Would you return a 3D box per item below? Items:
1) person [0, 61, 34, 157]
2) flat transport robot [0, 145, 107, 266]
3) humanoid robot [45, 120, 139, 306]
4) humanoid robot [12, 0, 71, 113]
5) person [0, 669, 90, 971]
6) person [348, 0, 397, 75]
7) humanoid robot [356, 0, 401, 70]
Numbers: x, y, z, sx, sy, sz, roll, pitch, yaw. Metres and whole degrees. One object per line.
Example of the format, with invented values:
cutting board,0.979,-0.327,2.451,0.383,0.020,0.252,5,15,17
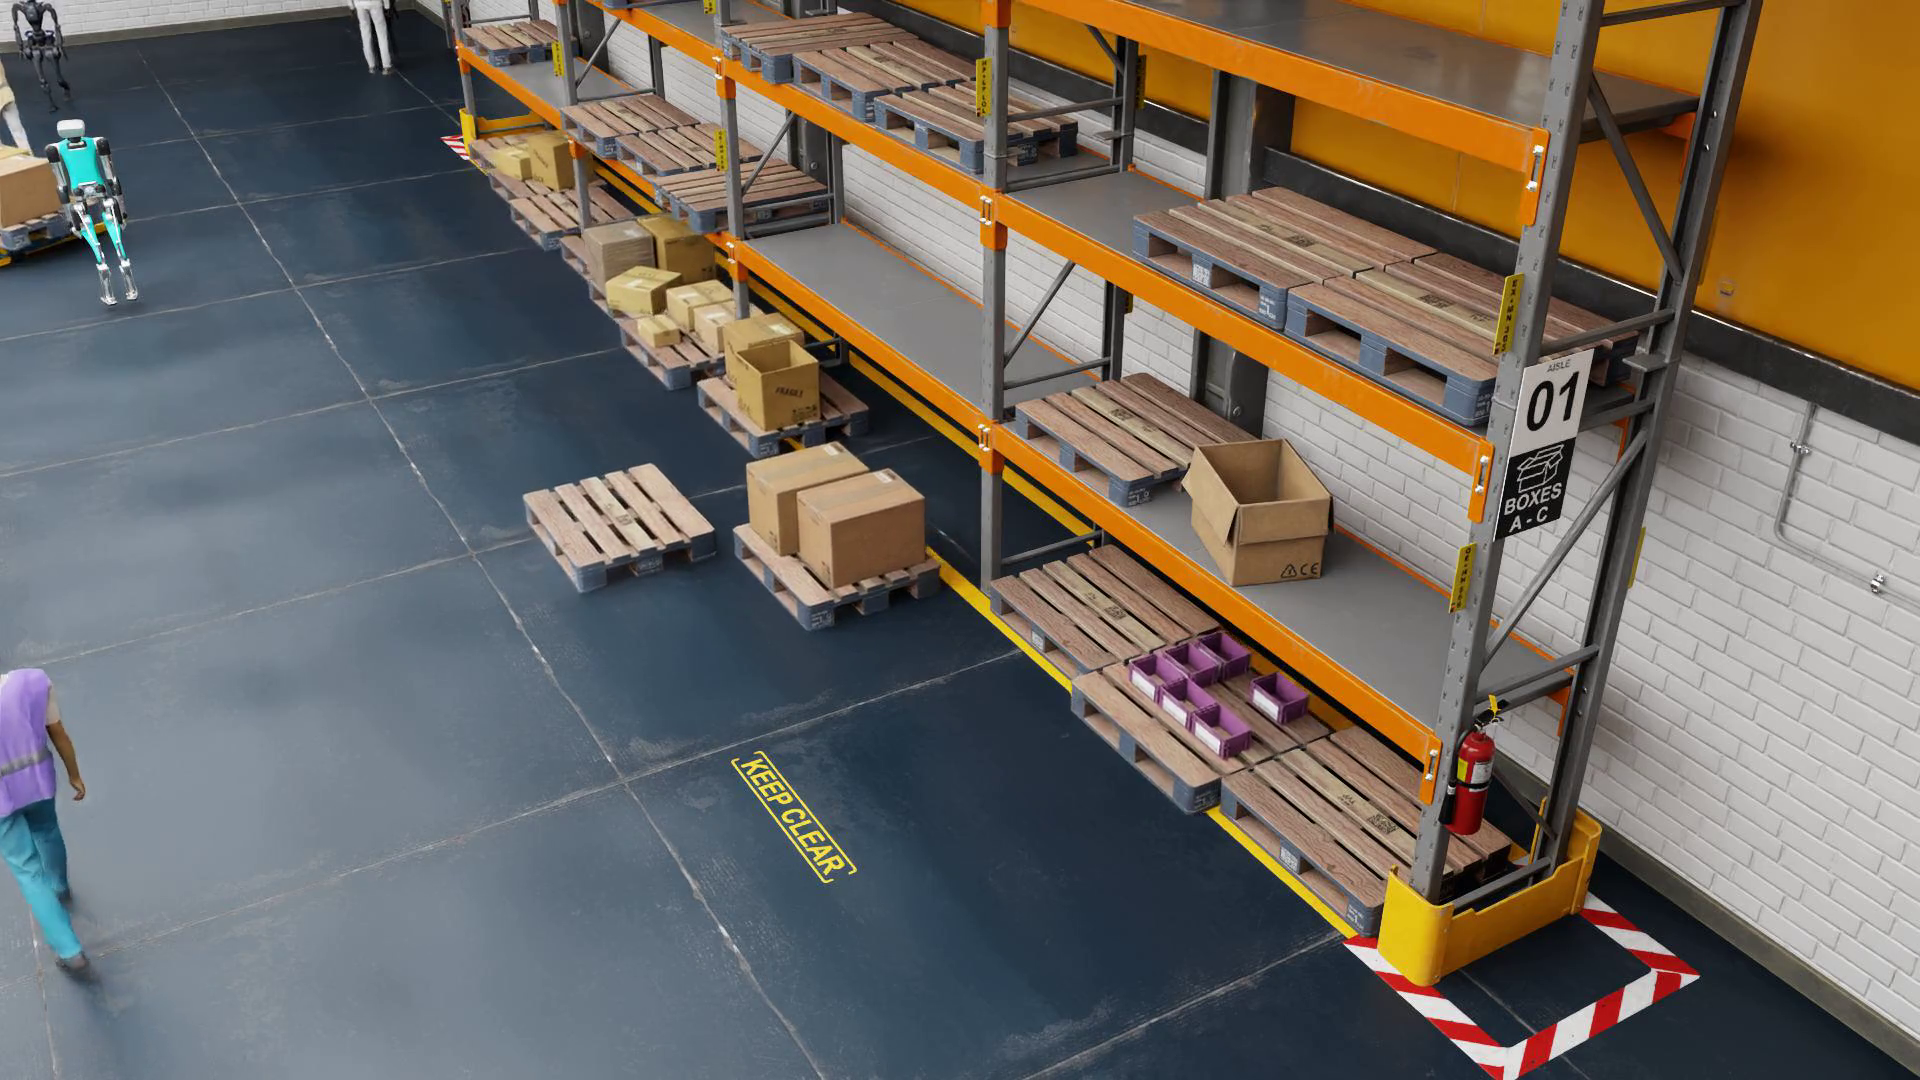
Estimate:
person,-10.976,-4.907,18.864,0.842,1.669,0.529,14,32,23
flat transport robot,-9.634,-3.113,17.127,0.659,0.231,1.431,15,33,24
humanoid robot,-7.889,-2.948,15.210,0.533,1.677,0.735,-16,33,-26
humanoid robot,-11.892,-6.417,21.540,0.583,1.634,0.535,-8,30,-14
person,-4.528,1.198,7.968,0.911,1.803,0.576,23,37,34
person,-8.224,-7.453,23.165,0.573,1.887,0.380,0,30,-1
humanoid robot,-8.230,-7.505,23.440,0.599,1.656,0.315,-16,33,-26
